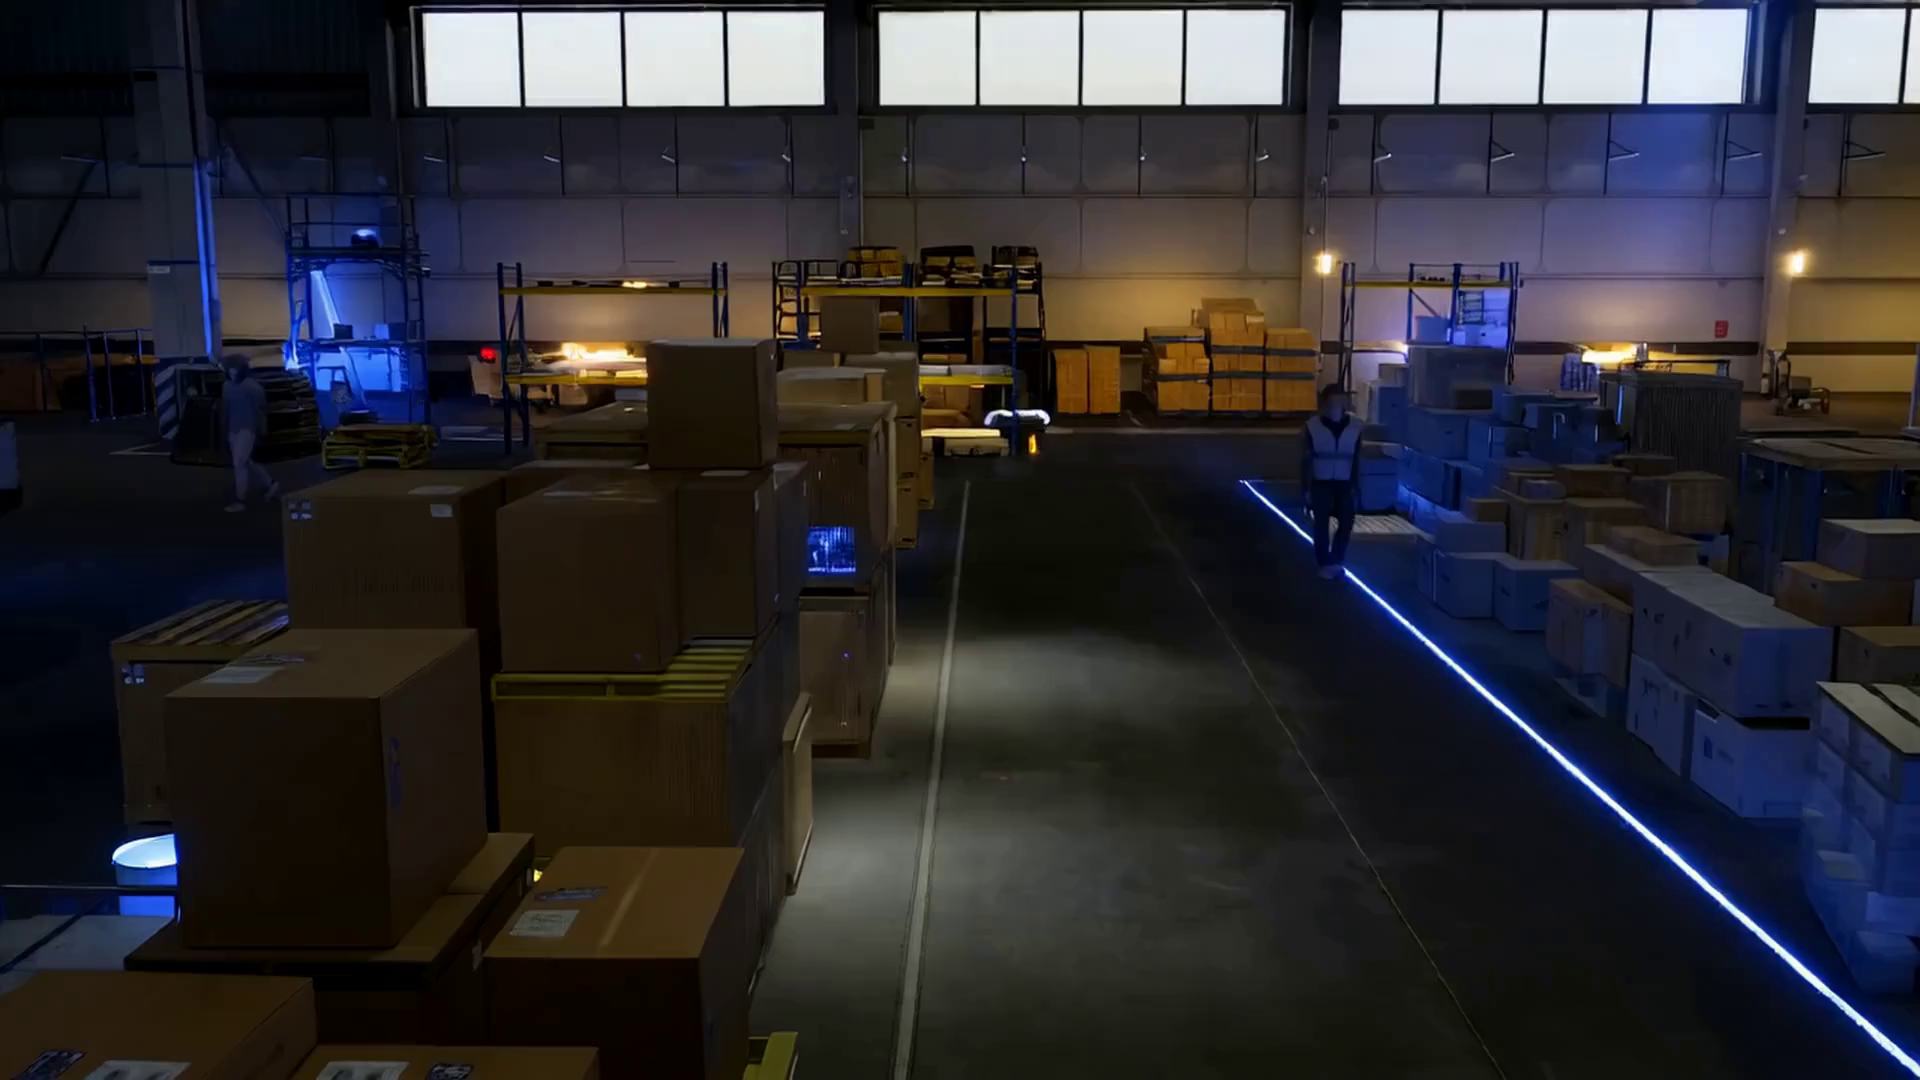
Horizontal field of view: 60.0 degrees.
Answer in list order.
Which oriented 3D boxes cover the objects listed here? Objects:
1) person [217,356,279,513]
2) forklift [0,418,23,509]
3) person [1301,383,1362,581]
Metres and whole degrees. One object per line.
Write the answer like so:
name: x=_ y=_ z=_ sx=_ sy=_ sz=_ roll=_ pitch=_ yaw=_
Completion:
person: x=-8.784 y=-1.328 z=20.516 sx=0.631 sy=1.910 sz=0.890 roll=5 pitch=11 yaw=26
forklift: x=-12.457 y=-1.720 z=19.936 sx=1.873 sy=2.768 sz=1.129 roll=-4 pitch=10 yaw=-25
person: x=3.533 y=-0.540 z=15.788 sx=0.621 sy=1.895 sz=0.537 roll=-1 pitch=10 yaw=-6
